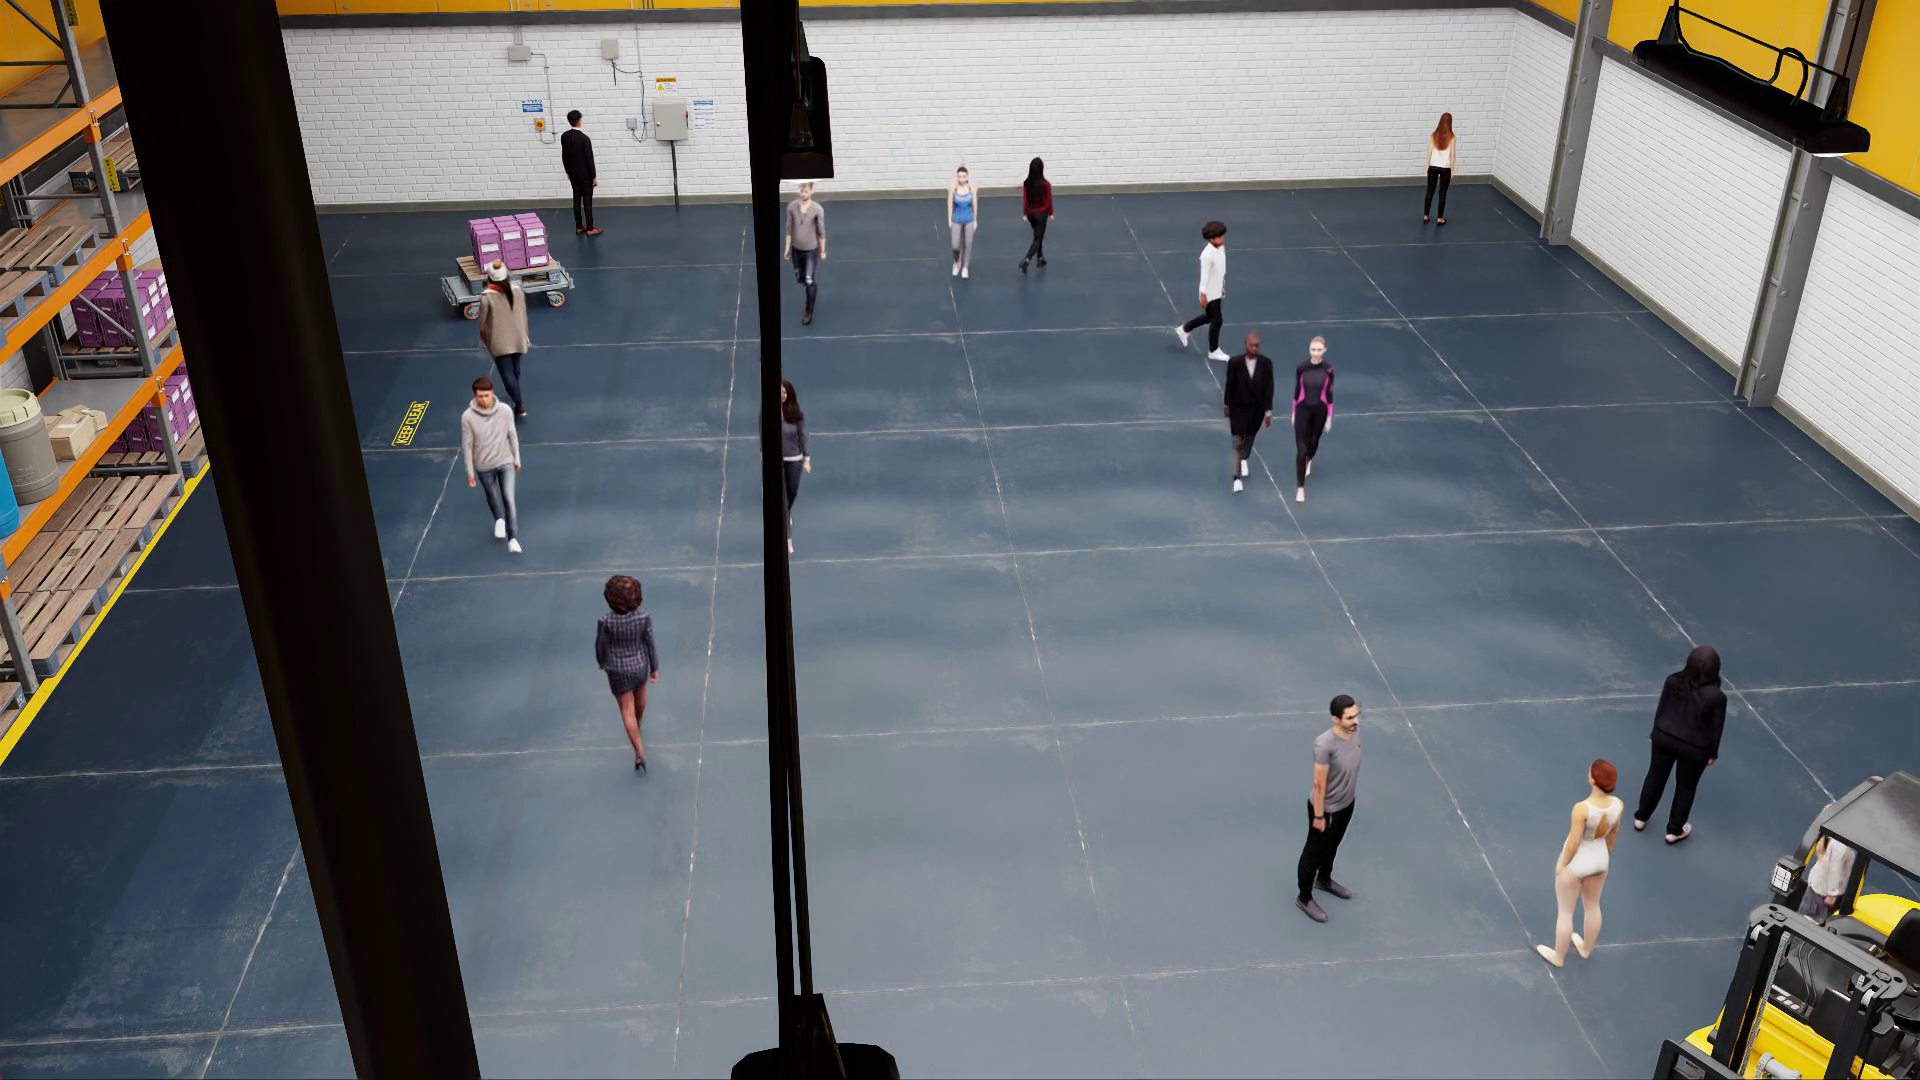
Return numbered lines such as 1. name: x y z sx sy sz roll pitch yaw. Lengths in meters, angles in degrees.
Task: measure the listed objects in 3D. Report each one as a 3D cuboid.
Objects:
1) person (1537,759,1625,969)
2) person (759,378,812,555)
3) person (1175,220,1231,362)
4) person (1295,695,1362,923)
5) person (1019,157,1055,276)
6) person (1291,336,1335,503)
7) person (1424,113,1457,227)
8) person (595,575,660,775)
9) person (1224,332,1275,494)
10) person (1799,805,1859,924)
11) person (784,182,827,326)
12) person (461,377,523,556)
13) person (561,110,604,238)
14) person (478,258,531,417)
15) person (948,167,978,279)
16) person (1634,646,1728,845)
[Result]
1. person: 4.213 2.177 11.201 0.597 1.644 0.541 -9 30 -17
2. person: -1.759 -0.814 16.599 0.737 1.725 1.159 -6 29 -11
3. person: 3.074 -3.128 20.776 1.016 1.787 1.046 15 32 26
4. person: 2.614 1.837 11.709 0.751 1.755 0.698 23 36 36
5. person: 1.067 -4.551 23.549 0.983 1.631 1.092 18 34 30
6. person: 3.725 -1.338 17.584 0.794 1.702 1.188 6 29 10
7. person: 7.383 -5.709 25.577 0.653 1.722 0.686 17 33 28
8. person: -2.617 1.100 13.169 0.818 1.650 1.101 -11 31 -20
9. person: 3.064 -1.409 17.705 0.706 1.712 1.149 1 29 1
10. person: 5.861 2.320 11.335 0.790 1.264 0.783 14 32 24
11. person: -2.029 -3.871 22.046 0.974 1.876 1.248 8 30 14
12. person: -4.617 -0.790 16.473 0.861 1.804 1.247 -9 30 -16
13. person: -5.738 -5.543 25.106 0.777 1.881 0.763 14 32 24
14. person: -5.228 -2.315 19.217 1.092 1.853 1.272 -19 34 -31
15. person: 0.049 -4.504 23.495 0.558 1.600 0.570 -1 29 -2
16. person: 5.398 1.522 12.438 0.766 1.610 0.834 24 37 37
